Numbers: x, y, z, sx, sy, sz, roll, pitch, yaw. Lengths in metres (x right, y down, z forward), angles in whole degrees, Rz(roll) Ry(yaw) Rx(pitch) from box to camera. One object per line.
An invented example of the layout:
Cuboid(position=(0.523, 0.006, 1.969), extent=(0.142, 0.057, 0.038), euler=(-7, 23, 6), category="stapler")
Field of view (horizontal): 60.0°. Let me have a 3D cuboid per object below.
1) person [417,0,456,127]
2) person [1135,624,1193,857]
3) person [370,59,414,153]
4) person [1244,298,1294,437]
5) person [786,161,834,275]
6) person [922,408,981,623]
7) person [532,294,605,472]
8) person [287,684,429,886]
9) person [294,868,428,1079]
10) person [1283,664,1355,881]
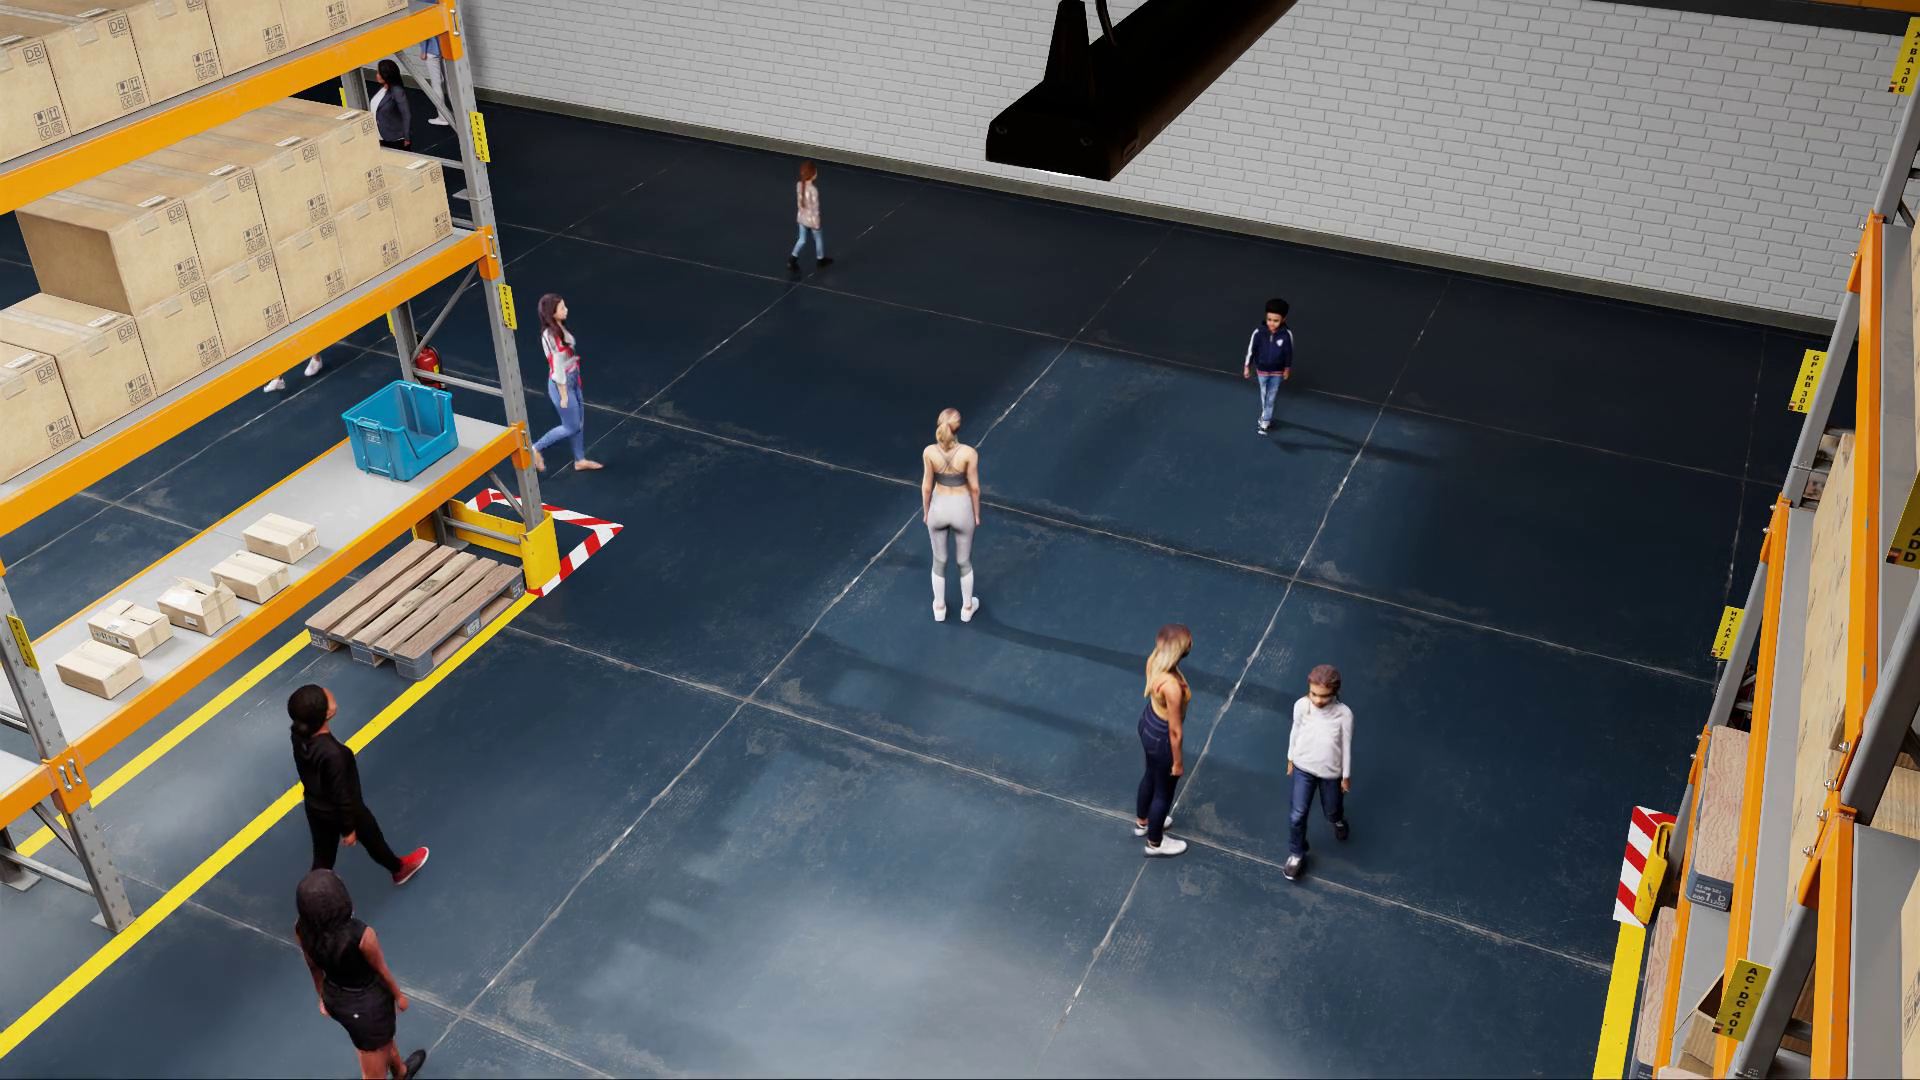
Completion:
Cuboid(position=(-6.441, -6.061, 20.443), extent=(0.714, 1.888, 0.517), euler=(17, 37, 24), category="person")
Cuboid(position=(1.184, 1.177, 9.789), extent=(0.721, 1.627, 0.641), euler=(-6, 34, -9), category="person")
Cuboid(position=(-6.232, -4.508, 18.369), extent=(0.800, 1.597, 0.780), euler=(-25, 41, -33), category="person")
Cuboid(position=(2.672, -1.516, 14.228), extent=(0.541, 1.198, 0.763), euler=(13, 36, 19), category="person")
Cuboid(position=(-1.571, -3.255, 16.862), extent=(0.637, 1.179, 0.865), euler=(27, 42, 34), category="person")
Cuboid(position=(-0.063, -0.174, 11.754), extent=(0.618, 1.703, 0.613), euler=(4, 34, 6), category="person")
Cuboid(position=(-3.278, -1.236, 13.439), extent=(0.893, 1.604, 0.891), euler=(-3, 34, -5), category="person")
Cuboid(position=(-3.525, 1.552, 9.221), extent=(0.697, 1.631, 1.112), euler=(19, 38, 26), category="person")
Cuboid(position=(-2.931, 2.319, 7.996), extent=(0.629, 1.711, 1.143), euler=(12, 36, 18), category="person")
Cuboid(position=(2.117, 1.290, 9.704), extent=(0.553, 1.532, 0.828), euler=(12, 35, 17), category="person")
